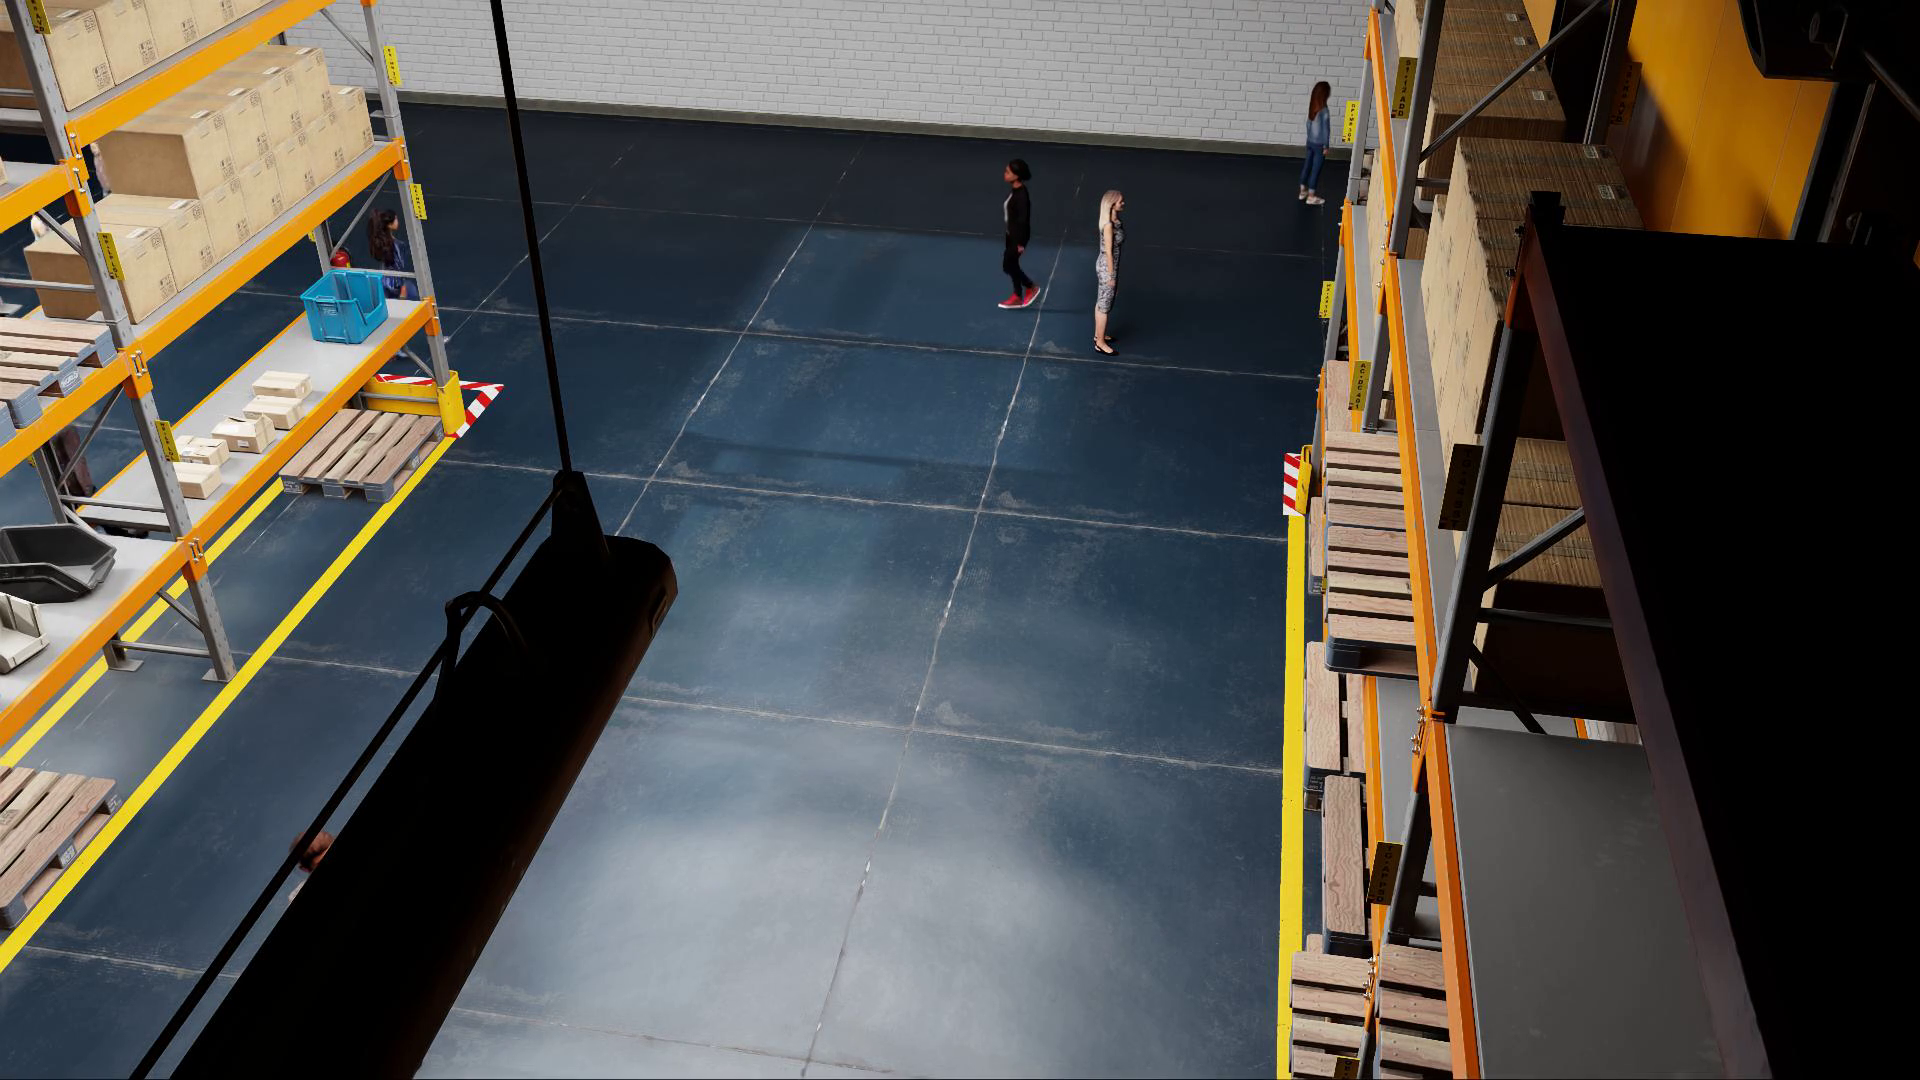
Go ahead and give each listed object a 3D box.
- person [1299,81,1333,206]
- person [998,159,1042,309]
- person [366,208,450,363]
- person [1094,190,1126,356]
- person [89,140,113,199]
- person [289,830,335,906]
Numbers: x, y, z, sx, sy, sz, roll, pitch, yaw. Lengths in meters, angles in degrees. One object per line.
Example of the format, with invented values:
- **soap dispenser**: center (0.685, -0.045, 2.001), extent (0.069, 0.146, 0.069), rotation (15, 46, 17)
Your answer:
- **person**: center (4.297, -4.796, 20.061), extent (0.703, 1.476, 0.593), rotation (-12, 35, -17)
- **person**: center (0.667, -3.199, 17.487), extent (0.784, 1.666, 0.724), rotation (-7, 34, -10)
- **person**: center (-5.670, -2.513, 16.514), extent (0.867, 1.599, 0.979), rotation (26, 42, 33)
- **person**: center (1.477, -2.710, 16.715), extent (0.640, 1.705, 0.453), rotation (3, 34, 4)
- **person**: center (-9.806, -4.123, 19.327), extent (0.656, 1.168, 0.862), rotation (17, 37, 23)
- **person**: center (-3.325, 2.286, 9.028), extent (0.763, 1.895, 0.573), rotation (13, 36, 19)
